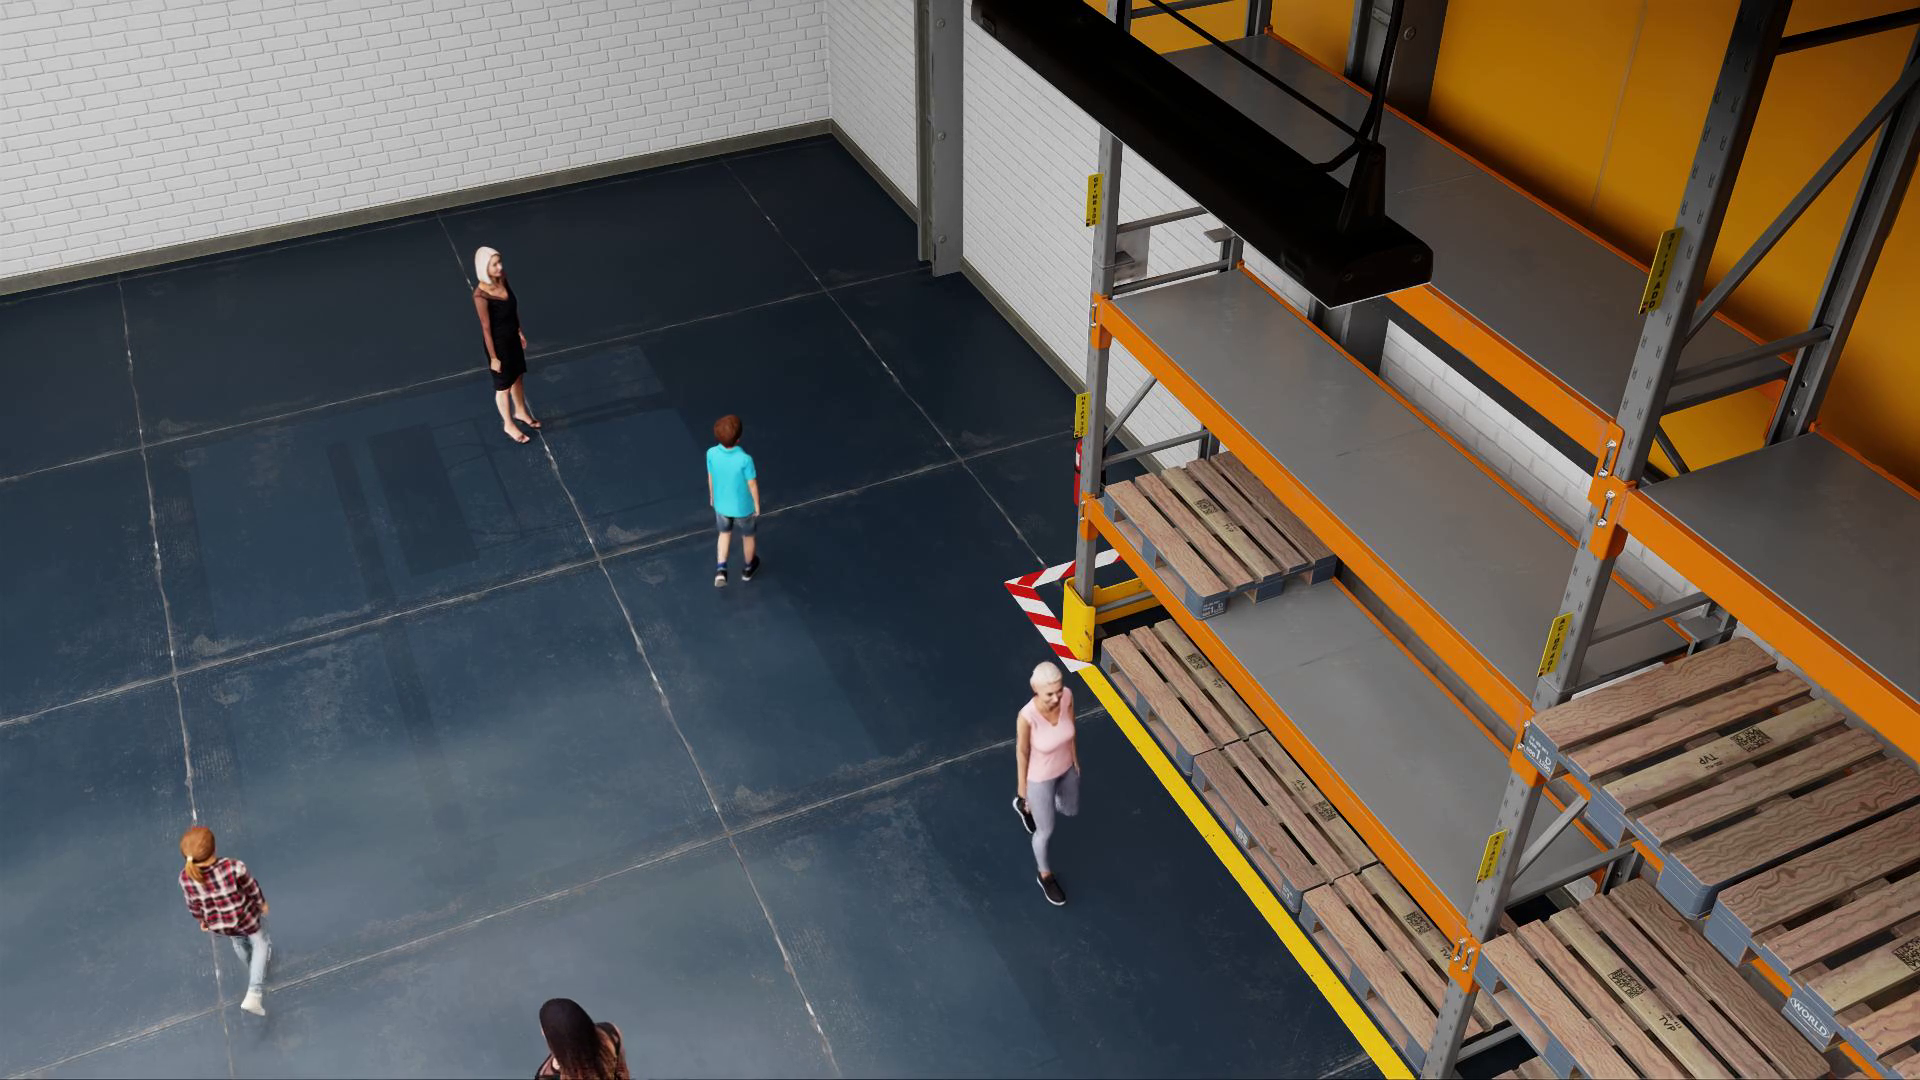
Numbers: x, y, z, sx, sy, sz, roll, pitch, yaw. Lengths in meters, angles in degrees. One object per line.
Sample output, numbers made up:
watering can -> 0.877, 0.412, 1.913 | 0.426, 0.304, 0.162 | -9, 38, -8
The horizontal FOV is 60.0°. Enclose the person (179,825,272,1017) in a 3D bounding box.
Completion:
person -> -3.962, 2.066, 9.039 | 0.680, 1.295, 0.865 | -5, 39, -6

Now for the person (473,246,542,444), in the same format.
person -> -3.640, -1.565, 13.226 | 0.726, 1.746, 0.656 | 11, 40, 14

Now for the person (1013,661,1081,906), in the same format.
person -> 0.486, 1.304, 9.658 | 0.687, 1.714, 0.945 | -24, 45, -27

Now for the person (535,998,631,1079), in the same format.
person -> -1.652, 2.802, 7.818 | 1.132, 1.671, 1.038 | 16, 41, 19

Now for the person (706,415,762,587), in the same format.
person -> -1.632, -0.243, 11.819 | 0.764, 1.436, 0.843 | 9, 40, 11
